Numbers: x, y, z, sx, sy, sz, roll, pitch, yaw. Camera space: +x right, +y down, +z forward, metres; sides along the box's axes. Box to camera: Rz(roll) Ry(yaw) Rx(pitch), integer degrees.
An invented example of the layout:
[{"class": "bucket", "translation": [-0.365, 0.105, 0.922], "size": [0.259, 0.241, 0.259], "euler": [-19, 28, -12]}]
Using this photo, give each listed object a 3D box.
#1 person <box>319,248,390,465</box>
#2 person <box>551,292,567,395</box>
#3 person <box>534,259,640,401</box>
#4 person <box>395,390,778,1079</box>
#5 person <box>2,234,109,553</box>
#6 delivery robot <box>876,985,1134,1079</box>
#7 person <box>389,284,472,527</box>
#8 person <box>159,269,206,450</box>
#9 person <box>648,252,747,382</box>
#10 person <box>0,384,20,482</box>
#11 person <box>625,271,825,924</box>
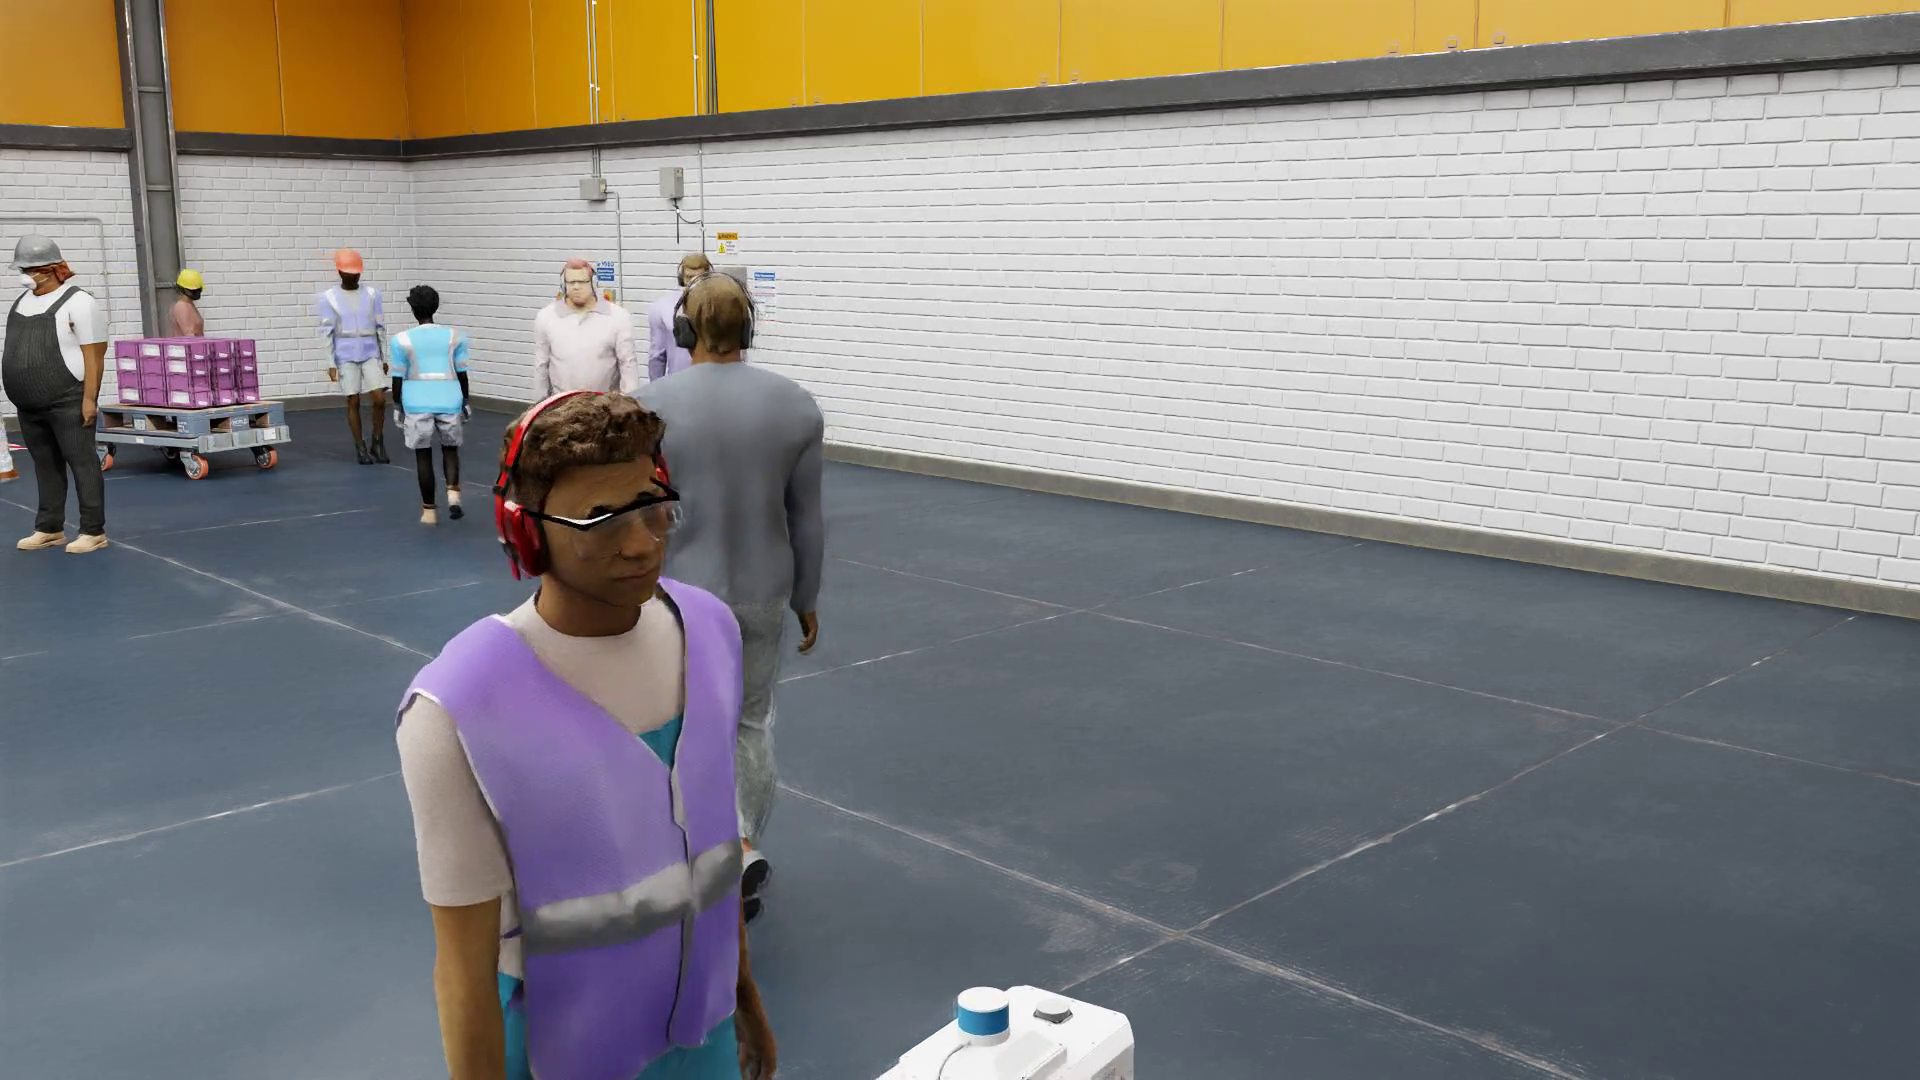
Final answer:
[{"class": "person", "translation": [-5.291, -1.593, 14.578], "size": [0.568, 1.909, 0.497], "euler": [-6, 12, -31]}, {"class": "person", "translation": [-3.074, -1.227, 13.462], "size": [0.856, 1.593, 0.514], "euler": [7, 12, 33]}, {"class": "person", "translation": [-2.393, -0.856, 10.707], "size": [0.664, 1.859, 0.975], "euler": [-2, 11, -13]}, {"class": "person", "translation": [-0.479, 0.710, 2.282], "size": [0.384, 1.834, 0.636], "euler": [7, 12, 32]}, {"class": "person", "translation": [-5.804, -0.928, 10.607], "size": [0.672, 2.000, 0.536], "euler": [4, 11, 19]}, {"class": "delivery robot", "translation": [0.045, 1.118, 3.245], "size": [0.477, 0.478, 0.707], "euler": [7, 12, 34]}, {"class": "person", "translation": [-3.679, -0.926, 11.566], "size": [0.547, 1.680, 0.369], "euler": [-5, 12, -28]}, {"class": "person", "translation": [-7.159, -1.678, 15.625], "size": [0.885, 1.702, 0.547], "euler": [-2, 11, -10]}, {"class": "person", "translation": [-1.713, -0.914, 10.910], "size": [0.651, 1.903, 0.907], "euler": [-2, 11, -9]}, {"class": "person", "translation": [-8.039, -1.351, 13.341], "size": [0.631, 1.894, 0.920], "euler": [-1, 10, -4]}, {"class": "person", "translation": [-0.665, 0.191, 4.832], "size": [0.636, 1.925, 0.698], "euler": [-5, 12, -26]}]
